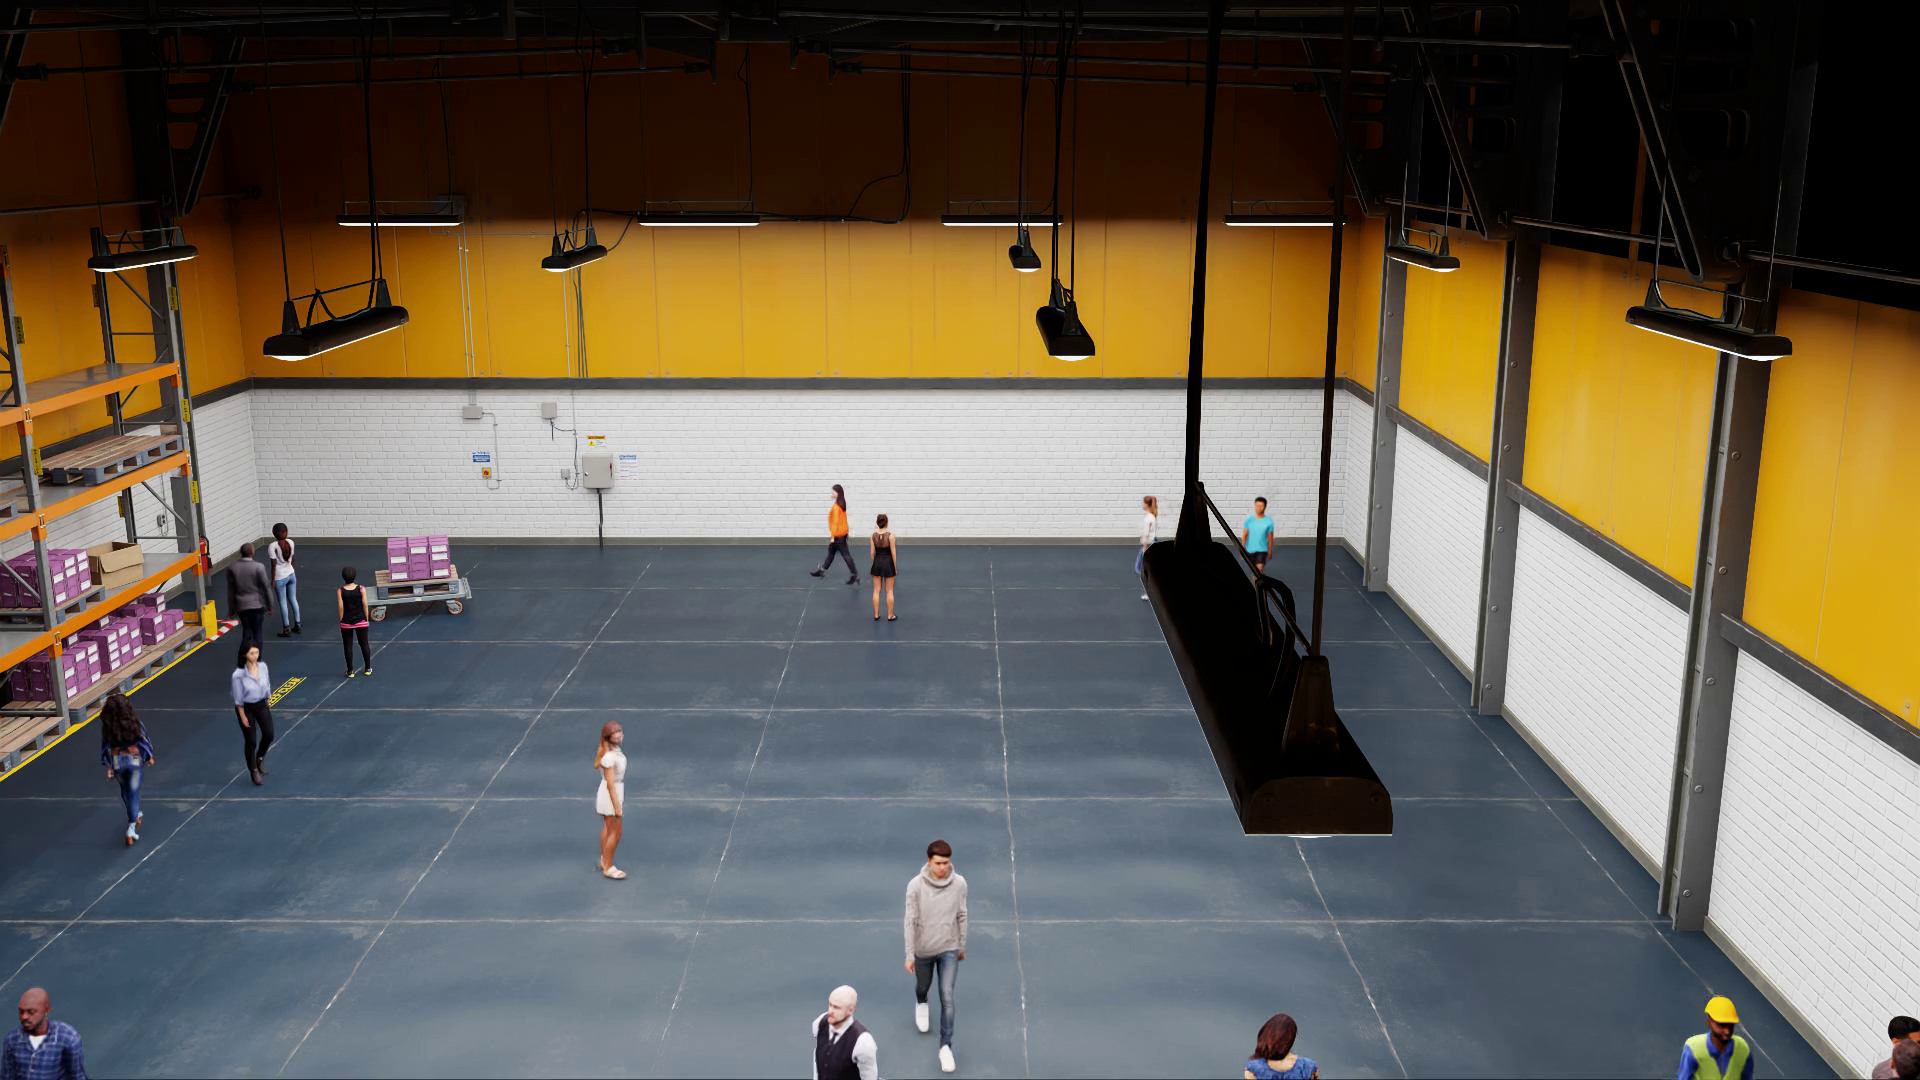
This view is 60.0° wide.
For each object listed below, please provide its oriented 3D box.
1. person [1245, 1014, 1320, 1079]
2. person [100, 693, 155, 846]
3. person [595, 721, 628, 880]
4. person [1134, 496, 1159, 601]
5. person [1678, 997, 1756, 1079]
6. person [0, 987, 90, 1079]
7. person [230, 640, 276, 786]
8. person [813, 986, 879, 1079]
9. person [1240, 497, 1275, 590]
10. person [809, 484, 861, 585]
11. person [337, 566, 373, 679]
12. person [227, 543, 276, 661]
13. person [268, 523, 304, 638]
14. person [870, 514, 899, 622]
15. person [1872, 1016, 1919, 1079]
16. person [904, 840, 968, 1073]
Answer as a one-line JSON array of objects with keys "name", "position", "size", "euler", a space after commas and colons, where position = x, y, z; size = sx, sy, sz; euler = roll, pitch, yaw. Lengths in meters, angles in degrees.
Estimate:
[{"name": "person", "position": [2.048, 3.955, 10.660], "size": [0.759, 1.751, 1.188], "euler": [3, 14, 11]}, {"name": "person", "position": [-8.722, 2.407, 17.397], "size": [0.701, 1.589, 0.957], "euler": [-2, 14, -7]}, {"name": "person", "position": [-3.497, 2.563, 16.589], "size": [0.916, 1.667, 0.588], "euler": [-5, 15, -21]}, {"name": "person", "position": [3.080, 0.156, 26.430], "size": [0.825, 1.712, 0.723], "euler": [7, 15, 26]}, {"name": "person", "position": [4.948, 3.832, 11.055], "size": [0.697, 1.804, 0.695], "euler": [-2, 14, -7]}, {"name": "person", "position": [-6.112, 3.819, 11.205], "size": [0.660, 1.759, 1.148], "euler": [0, 14, 1]}, {"name": "person", "position": [-8.125, 1.956, 18.961], "size": [0.839, 1.729, 0.766], "euler": [10, 17, 35]}, {"name": "person", "position": [-0.733, 3.795, 11.189], "size": [0.983, 1.814, 1.053], "euler": [12, 18, 40]}, {"name": "person", "position": [4.694, 0.194, 26.257], "size": [0.963, 1.720, 1.250], "euler": [6, 15, 24]}, {"name": "person", "position": [-1.886, -0.059, 27.344], "size": [0.804, 1.701, 1.066], "euler": [2, 14, 10]}, {"name": "person", "position": [-8.327, 1.108, 22.840], "size": [0.614, 1.553, 0.631], "euler": [-7, 15, -26]}, {"name": "person", "position": [-9.824, 0.955, 22.947], "size": [0.766, 1.799, 0.671], "euler": [-1, 14, -6]}, {"name": "person", "position": [-10.028, 0.574, 24.690], "size": [0.726, 1.719, 0.612], "euler": [7, 15, 26]}, {"name": "person", "position": [-1.174, 0.412, 25.454], "size": [0.635, 1.674, 0.640], "euler": [4, 14, 15]}, {"name": "person", "position": [6.053, 3.906, 10.830], "size": [0.733, 1.766, 0.717], "euler": [-1, 14, -5]}, {"name": "person", "position": [-0.211, 3.250, 13.422], "size": [0.772, 1.822, 1.242], "euler": [-1, 14, -6]}]
